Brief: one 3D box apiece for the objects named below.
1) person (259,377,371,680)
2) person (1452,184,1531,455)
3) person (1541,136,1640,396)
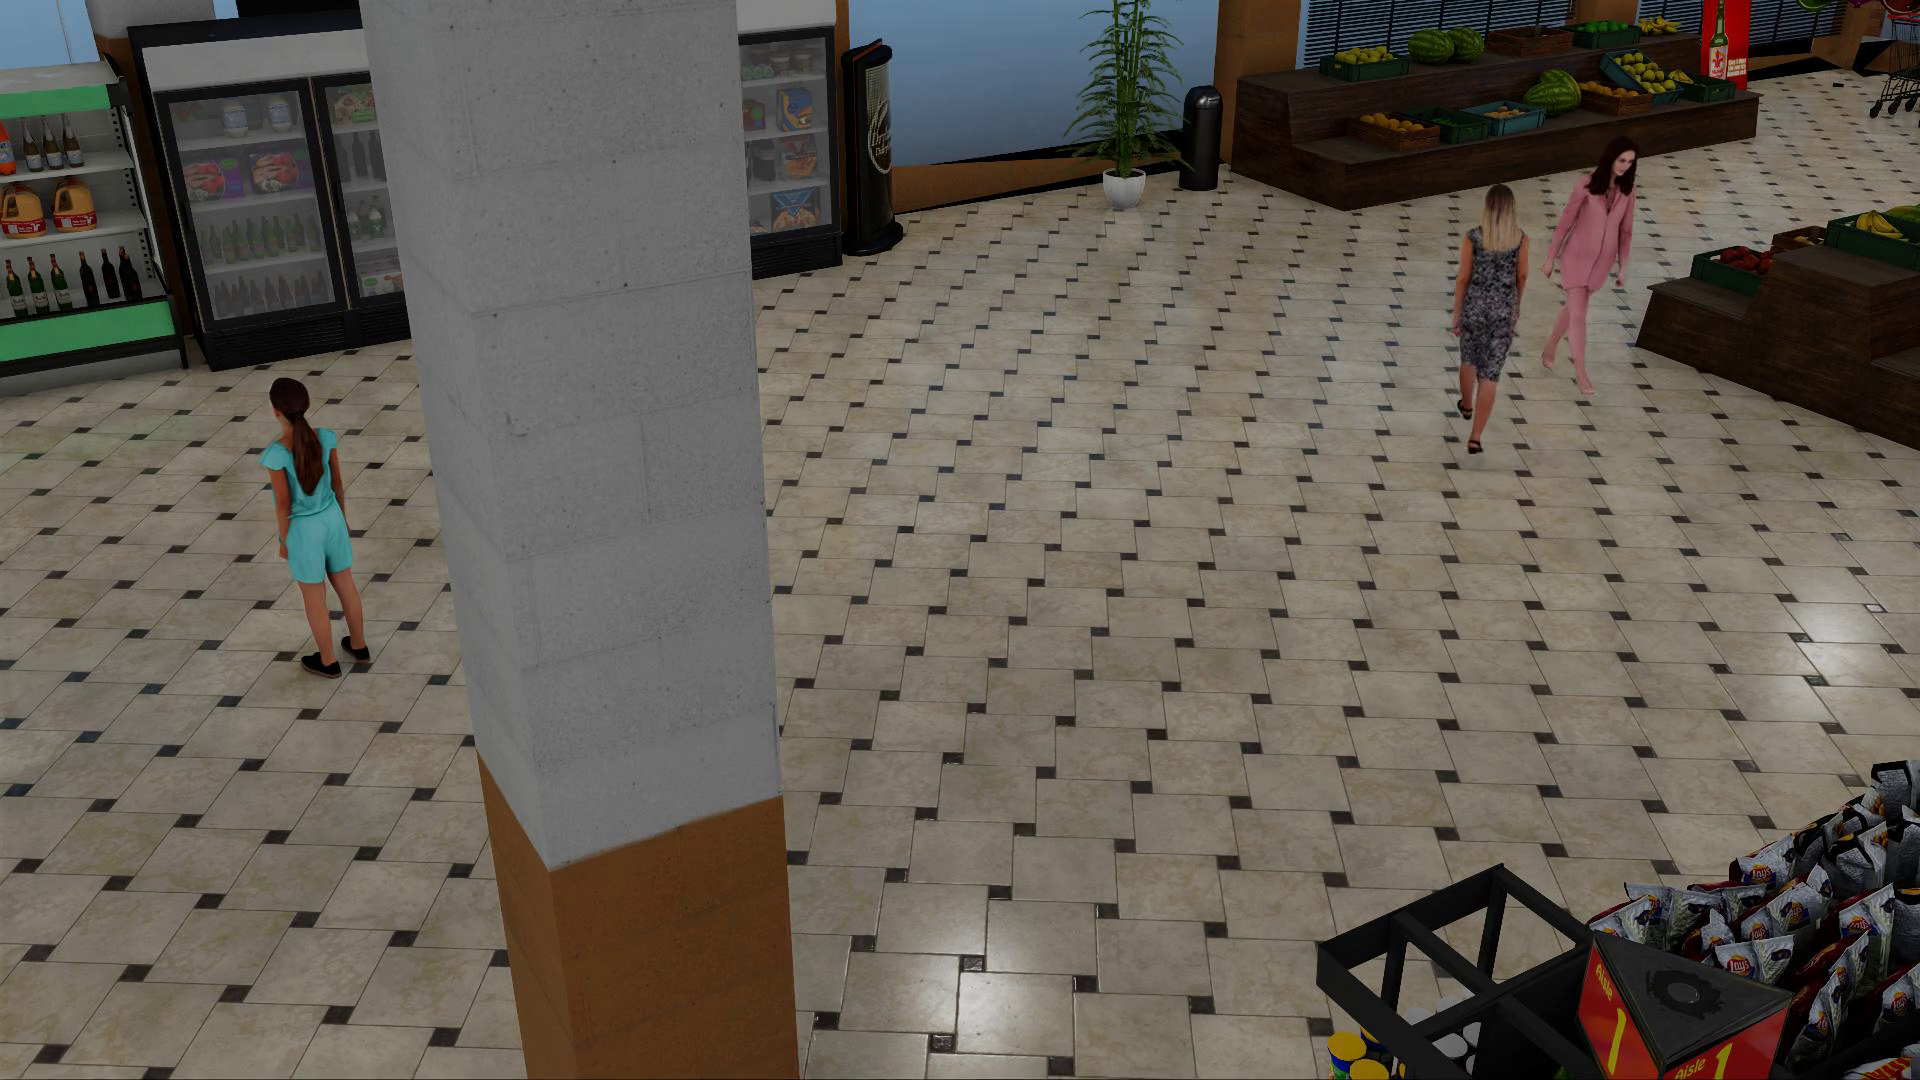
[{"bbox_3d":[-3.136,-0.064,8.071,0.688,1.558,0.593,19,33,33],"label":"person"},{"bbox_3d":[3.315,-1.335,10.478,1.089,1.649,1.194,9,28,17],"label":"person"},{"bbox_3d":[4.320,-1.925,11.541,1.156,1.739,1.035,-2,27,-3],"label":"person"}]
